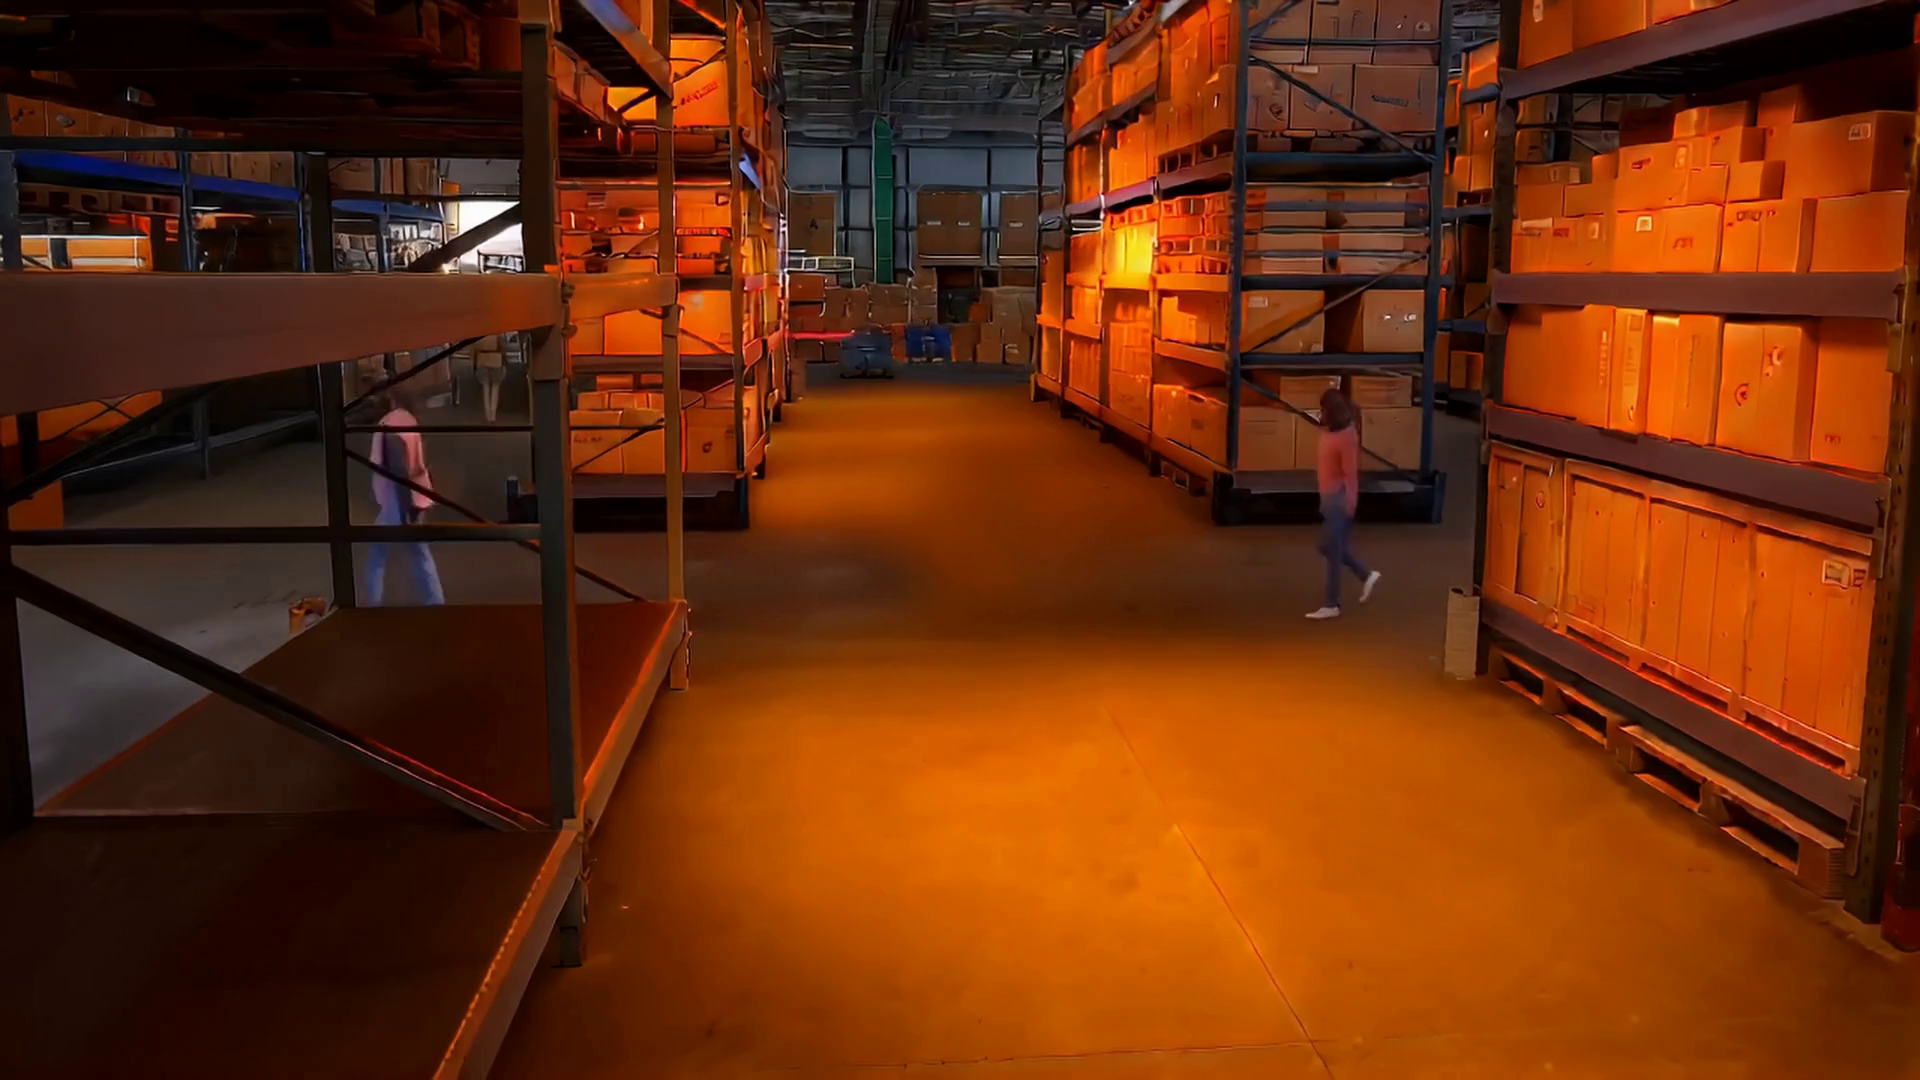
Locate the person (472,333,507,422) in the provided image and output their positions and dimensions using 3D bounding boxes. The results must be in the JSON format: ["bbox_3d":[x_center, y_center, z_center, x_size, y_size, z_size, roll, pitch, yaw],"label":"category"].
[{"bbox_3d":[-7.773,-2.903,27.466,0.543,1.900,0.974,-2,9,-12],"label":"person"}]

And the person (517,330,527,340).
[{"bbox_3d":[-16.277,-8.446,61.939,0.623,1.989,0.401,-5,10,-28],"label":"person"}]

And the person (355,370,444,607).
[{"bbox_3d":[-3.750,-0.190,10.721,0.894,1.795,0.611,-2,9,-12],"label":"person"}]

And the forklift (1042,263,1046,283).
[{"bbox_3d":[3.351,-8.646,60.421,1.873,2.768,1.129,6,11,35],"label":"forklift"}]

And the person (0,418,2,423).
[{"bbox_3d":[-15.102,-2.492,25.527,0.542,1.680,0.639,8,12,43],"label":"person"}]

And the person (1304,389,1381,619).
[{"bbox_3d":[2.709,-0.252,11.676,0.549,1.619,0.510,-2,9,-13],"label":"person"}]
